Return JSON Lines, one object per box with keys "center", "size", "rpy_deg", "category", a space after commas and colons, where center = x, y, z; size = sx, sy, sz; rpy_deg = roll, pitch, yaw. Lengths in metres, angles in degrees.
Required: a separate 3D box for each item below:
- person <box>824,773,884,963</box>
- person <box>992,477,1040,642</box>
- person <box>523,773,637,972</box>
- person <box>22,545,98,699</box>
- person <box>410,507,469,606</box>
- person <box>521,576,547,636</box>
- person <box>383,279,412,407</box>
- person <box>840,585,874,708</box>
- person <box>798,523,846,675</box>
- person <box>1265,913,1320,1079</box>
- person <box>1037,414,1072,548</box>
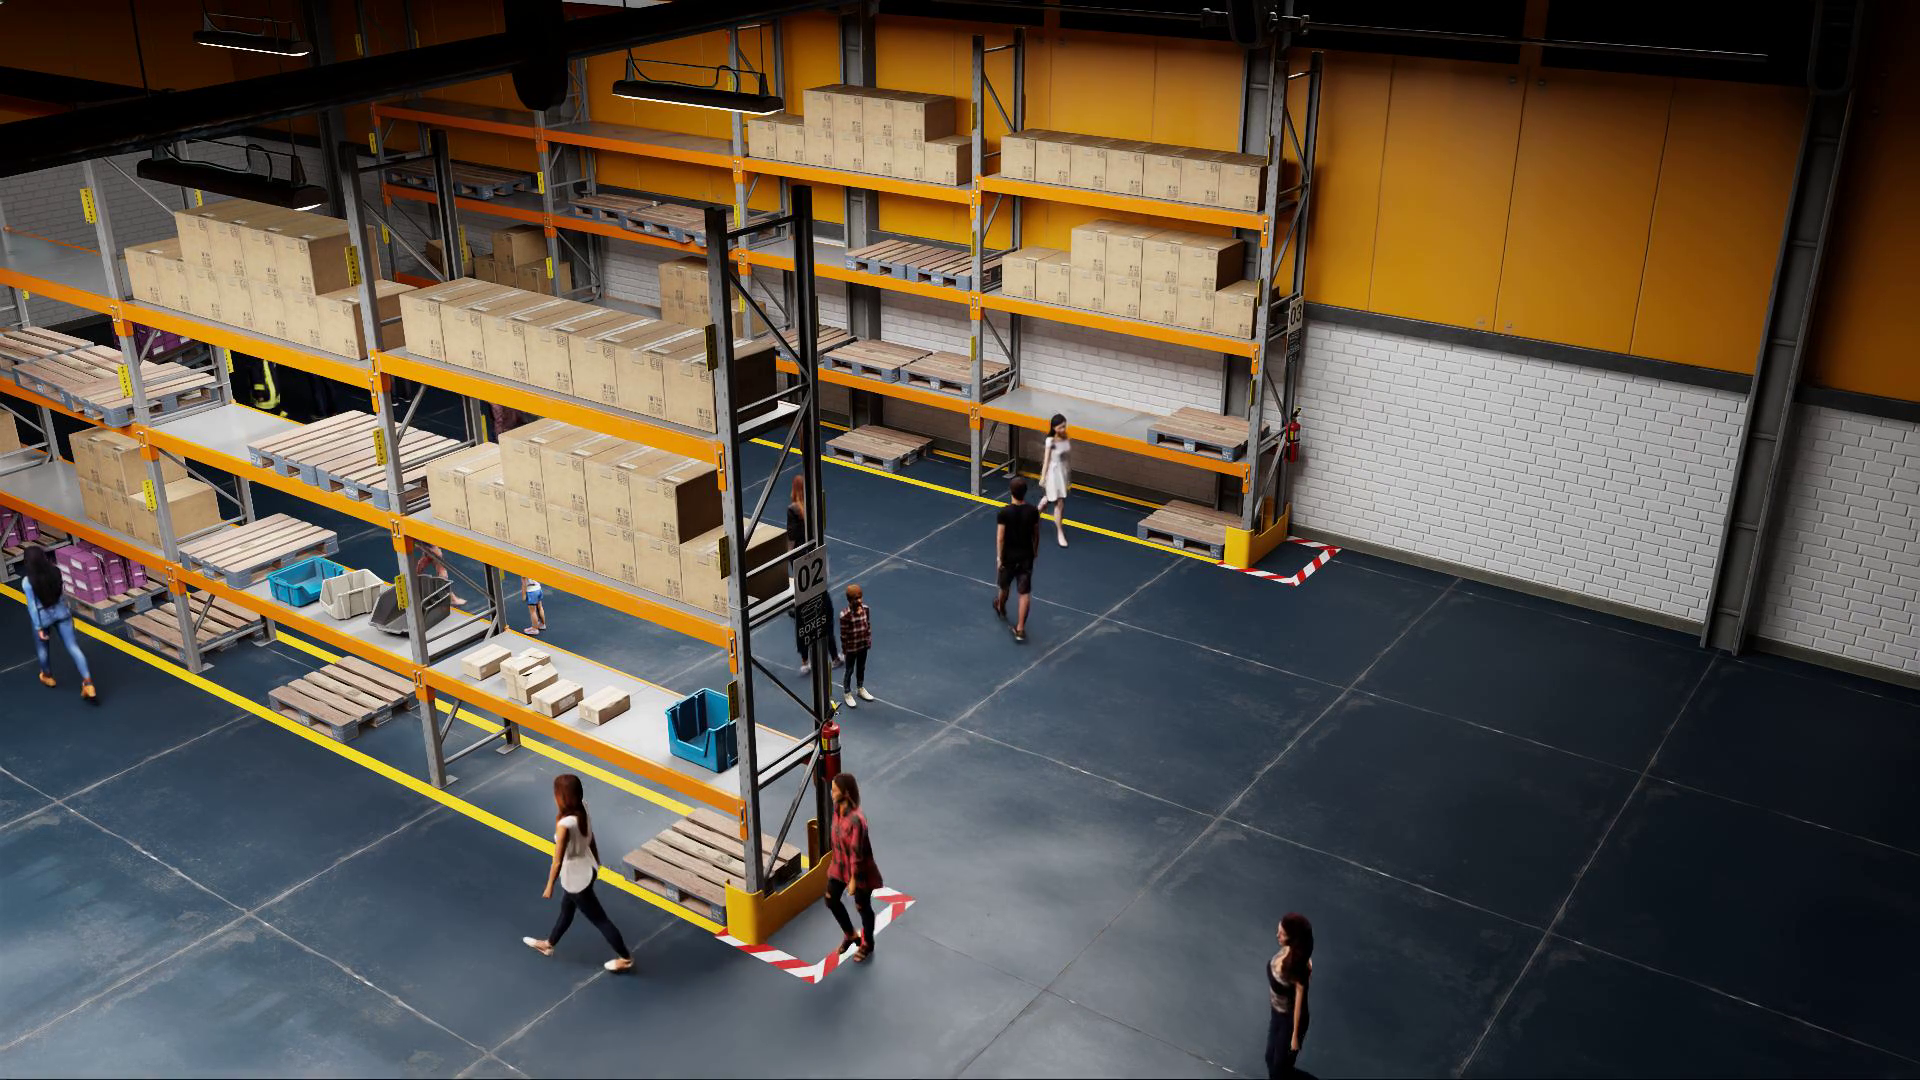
{"center": [-0.780, 2.562, 13.133], "size": [0.779, 1.689, 0.660], "rpy_deg": [-21, 31, -39], "category": "person"}
{"center": [0.650, 0.238, 18.282], "size": [1.118, 1.823, 1.212], "rpy_deg": [-6, 24, -13], "category": "person"}
{"center": [-2.846, 2.637, 12.904], "size": [1.254, 1.734, 0.991], "rpy_deg": [3, 24, 7], "category": "person"}
{"center": [-9.213, 0.874, 17.028], "size": [1.187, 1.661, 0.591], "rpy_deg": [16, 28, 32], "category": "person"}
{"center": [-6.184, -0.073, 19.166], "size": [1.149, 1.685, 0.820], "rpy_deg": [8, 25, 17], "category": "person"}
{"center": [-4.772, 0.558, 18.554], "size": [0.455, 1.019, 0.446], "rpy_deg": [10, 25, 21], "category": "person"}
{"center": [-8.759, -3.054, 25.647], "size": [0.545, 1.956, 0.626], "rpy_deg": [16, 28, 32], "category": "person"}
{"center": [-1.075, 1.053, 17.063], "size": [0.590, 1.305, 0.603], "rpy_deg": [-17, 29, -34], "category": "person"}
{"center": [-1.576, 0.608, 17.508], "size": [0.759, 1.765, 0.817], "rpy_deg": [-20, 31, -38], "category": "person"}
{"center": [2.342, 3.296, 11.373], "size": [0.996, 1.754, 0.897], "rpy_deg": [-1, 24, -2], "category": "person"}
{"center": [1.147, -0.770, 20.686], "size": [0.960, 1.744, 0.695], "rpy_deg": [15, 28, 31], "category": "person"}
